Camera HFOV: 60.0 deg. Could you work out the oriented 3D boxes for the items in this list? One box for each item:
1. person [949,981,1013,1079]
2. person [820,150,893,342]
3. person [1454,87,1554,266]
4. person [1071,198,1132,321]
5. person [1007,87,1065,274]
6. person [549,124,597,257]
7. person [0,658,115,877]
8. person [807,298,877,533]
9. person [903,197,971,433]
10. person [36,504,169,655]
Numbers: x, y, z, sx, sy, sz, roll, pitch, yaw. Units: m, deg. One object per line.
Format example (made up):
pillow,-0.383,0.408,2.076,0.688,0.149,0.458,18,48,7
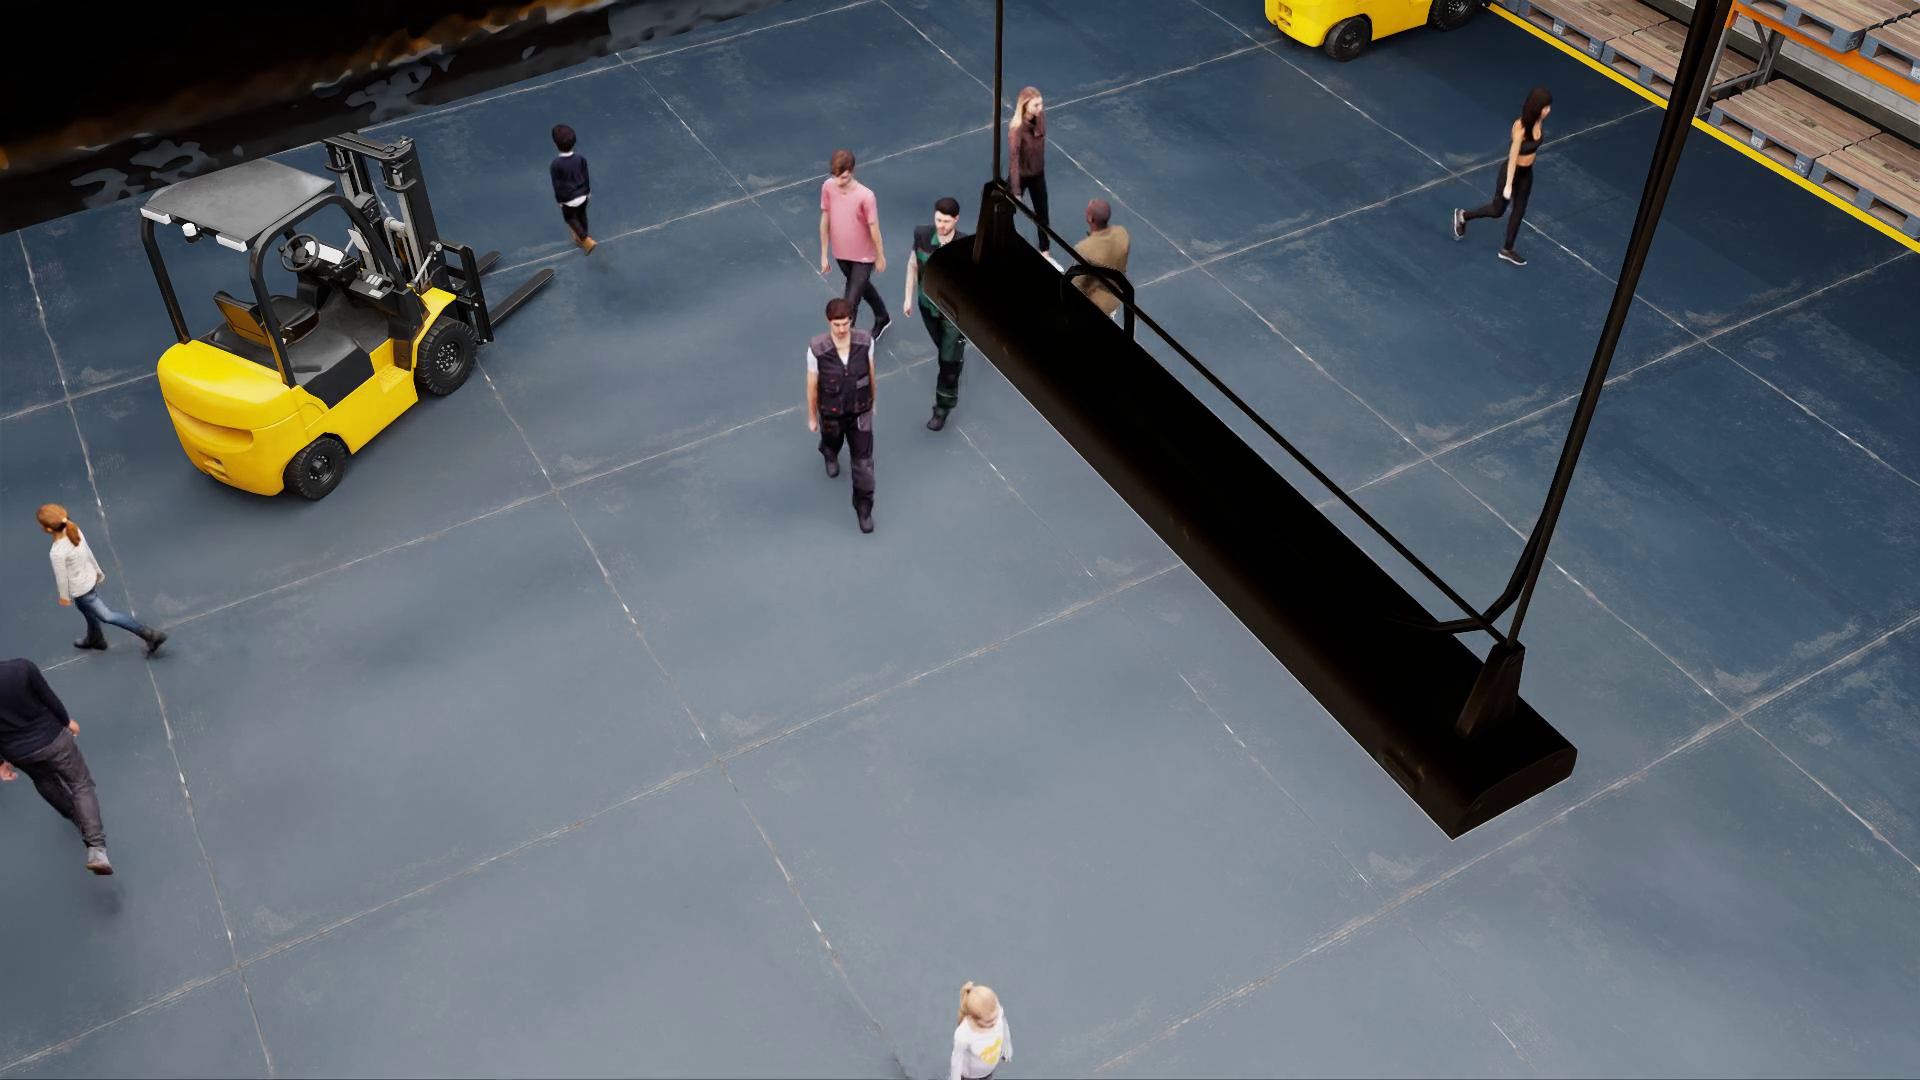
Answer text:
person,0.042,2.613,8.472,0.553,1.269,0.567,-32,52,-29
person,-0.784,-2.299,13.169,1.238,1.903,1.074,22,48,22
person,4.682,-3.150,14.263,0.669,1.625,1.006,-32,52,-29
person,1.082,-1.775,12.693,0.788,1.800,1.063,-26,49,-25
person,0.492,-3.100,14.182,1.192,1.666,0.867,32,52,29
person,-3.333,-3.003,14.408,0.586,1.214,0.731,-31,52,-28
person,-5.275,1.214,9.521,0.632,1.847,1.115,-22,48,-21
person,-0.847,-0.992,11.858,0.874,1.818,1.224,-10,44,-10
person,-0.099,-1.838,12.722,1.226,1.852,1.209,15,46,15
person,-5.664,0.303,10.881,0.808,1.292,0.897,-1,44,-2
